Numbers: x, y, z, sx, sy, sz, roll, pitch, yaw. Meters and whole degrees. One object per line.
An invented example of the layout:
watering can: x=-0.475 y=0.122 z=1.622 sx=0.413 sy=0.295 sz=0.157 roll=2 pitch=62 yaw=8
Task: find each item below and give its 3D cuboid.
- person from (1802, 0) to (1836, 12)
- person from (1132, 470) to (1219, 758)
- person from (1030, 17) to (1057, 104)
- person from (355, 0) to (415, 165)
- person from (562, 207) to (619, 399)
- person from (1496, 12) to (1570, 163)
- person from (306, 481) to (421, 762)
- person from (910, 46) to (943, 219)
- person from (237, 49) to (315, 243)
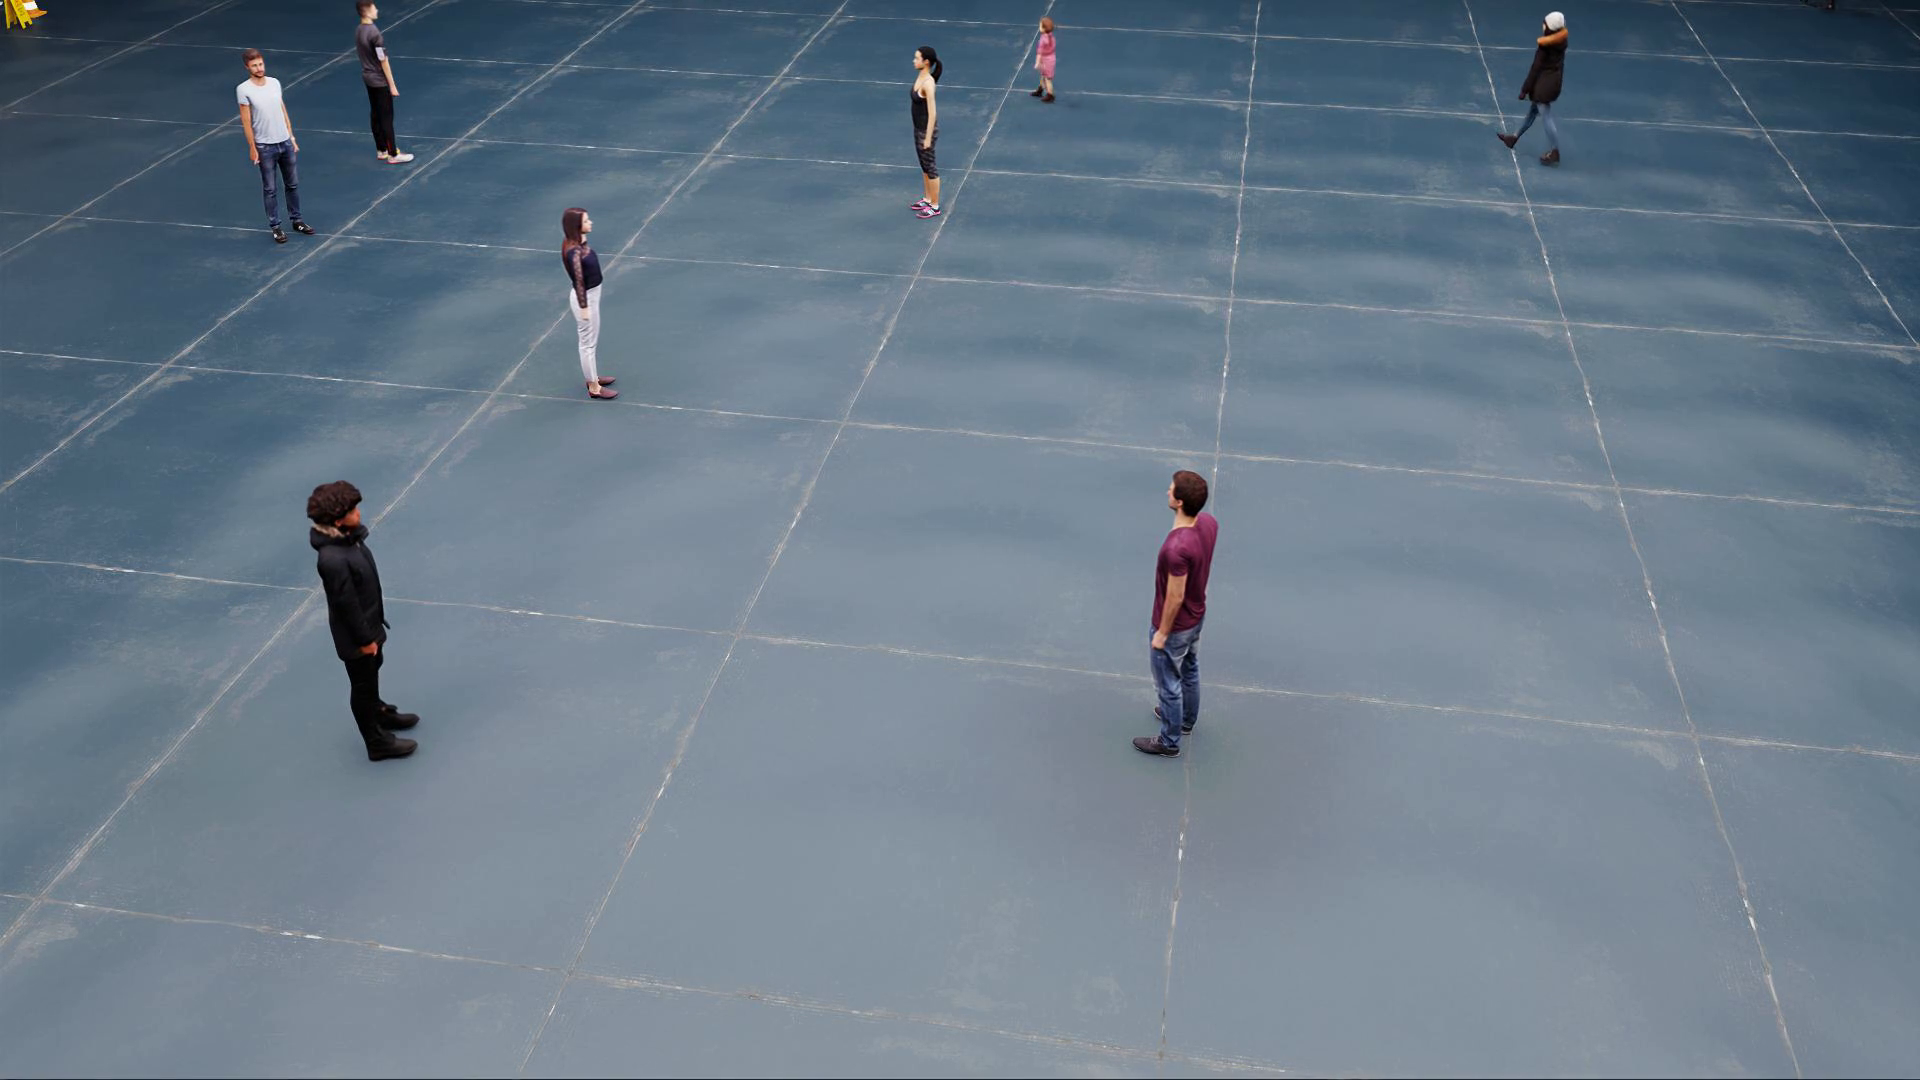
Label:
person: x=12.494 y=-8.201 z=23.771 sx=0.815 sy=1.248 sz=0.928 roll=-26 pitch=41 yaw=-35
person: x=1.260 y=0.418 z=9.538 sx=0.683 sy=1.855 sz=0.728 roll=18 pitch=36 yaw=26
person: x=1.093 y=-5.825 z=20.224 sx=0.651 sy=1.013 sz=0.553 roll=19 pitch=37 yaw=28
person: x=-6.399 y=-5.042 z=18.281 sx=0.777 sy=1.763 sz=0.677 roll=-27 pitch=41 yaw=-36
person: x=-3.019 y=-1.932 z=13.497 sx=0.653 sy=1.607 sz=0.667 roll=-6 pitch=33 yaw=-10
person: x=6.494 y=-4.937 z=18.271 sx=1.021 sy=1.596 sz=1.158 roll=-27 pitch=41 yaw=-36
person: x=-3.471 y=0.464 z=9.542 sx=0.698 sy=1.774 sz=0.701 roll=-6 pitch=33 yaw=-9
person: x=-0.330 y=-4.153 z=16.903 sx=0.652 sy=1.730 sz=0.642 roll=-8 pitch=33 yaw=-12
person: x=-6.768 y=-3.895 z=16.367 sx=0.719 sy=1.865 sz=0.720 roll=25 pitch=40 yaw=34
